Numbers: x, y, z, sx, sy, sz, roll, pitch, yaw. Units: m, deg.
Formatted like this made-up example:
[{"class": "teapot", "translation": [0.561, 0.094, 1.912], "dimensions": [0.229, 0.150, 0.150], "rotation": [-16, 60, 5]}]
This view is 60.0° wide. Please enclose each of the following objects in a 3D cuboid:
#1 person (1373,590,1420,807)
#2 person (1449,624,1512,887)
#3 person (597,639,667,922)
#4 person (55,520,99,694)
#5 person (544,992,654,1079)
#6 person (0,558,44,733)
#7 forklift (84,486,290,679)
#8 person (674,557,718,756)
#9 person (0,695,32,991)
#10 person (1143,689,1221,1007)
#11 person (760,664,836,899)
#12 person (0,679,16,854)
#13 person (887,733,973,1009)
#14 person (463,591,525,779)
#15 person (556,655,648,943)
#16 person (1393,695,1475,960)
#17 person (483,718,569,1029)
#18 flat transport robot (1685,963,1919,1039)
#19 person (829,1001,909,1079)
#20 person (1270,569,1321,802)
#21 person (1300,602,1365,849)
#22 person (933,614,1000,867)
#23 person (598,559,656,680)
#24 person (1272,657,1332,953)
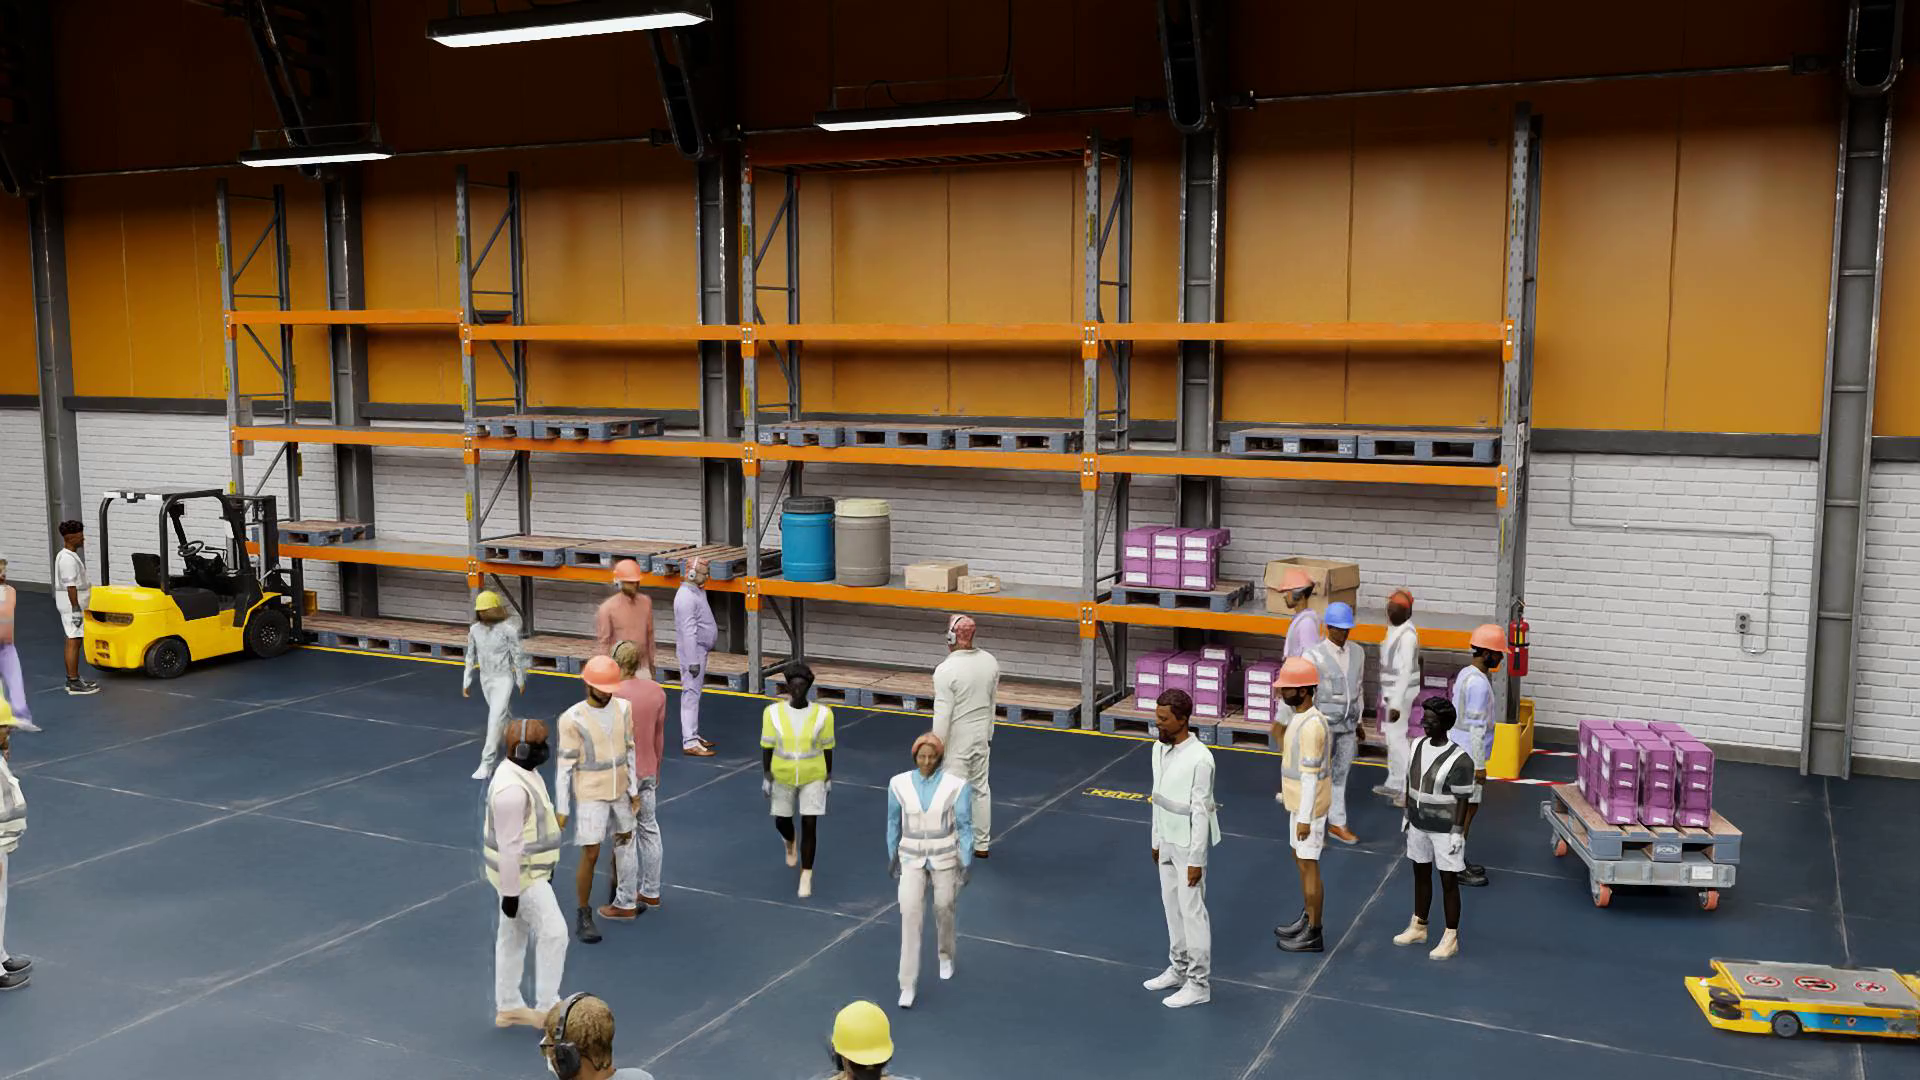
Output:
[{"class": "person", "translation": [3.771, 1.342, 14.246], "dimensions": [0.356, 1.858, 0.685], "rotation": [1, 7, 8]}, {"class": "person", "translation": [3.788, 1.564, 12.164], "dimensions": [0.420, 1.920, 0.544], "rotation": [1, 7, 12]}, {"class": "person", "translation": [-2.281, 1.641, 11.418], "dimensions": [0.373, 1.940, 0.628], "rotation": [4, 8, 31]}, {"class": "person", "translation": [-9.949, 0.747, 18.690], "dimensions": [0.362, 1.965, 0.611], "rotation": [-4, 8, -32]}, {"class": "person", "translation": [-1.166, 2.389, 5.313], "dimensions": [0.390, 1.928, 0.636], "rotation": [2, 7, 18]}, {"class": "person", "translation": [-9.792, 1.067, 16.784], "dimensions": [0.954, 1.806, 0.584], "rotation": [2, 7, 16]}, {"class": "forklift", "translation": [-9.426, 0.454, 20.179], "dimensions": [1.214, 2.155, 2.313], "rotation": [3, 8, 26]}, {"class": "person", "translation": [-2.530, 1.109, 15.971], "dimensions": [0.407, 1.902, 0.639], "rotation": [-1, 7, -7]}, {"class": "person", "translation": [-5.936, 1.850, 10.191], "dimensions": [0.403, 1.821, 0.600], "rotation": [-4, 8, -30]}, {"class": "person", "translation": [1.341, 1.830, 10.002], "dimensions": [0.390, 1.911, 0.585], "rotation": [-3, 7, -23]}, {"class": "person", "translation": [-1.163, 1.694, 12.035], "dimensions": [0.542, 1.678, 0.597], "rotation": [0, 7, -1]}, {"class": "person", "translation": [-7.548, 1.570, 12.712], "dimensions": [0.525, 1.769, 0.308], "rotation": [-2, 7, -13]}, {"class": "person", "translation": [-0.190, 1.969, 10.117], "dimensions": [0.536, 1.596, 0.785], "rotation": [1, 7, 6]}, {"class": "person", "translation": [-4.274, 1.288, 15.353], "dimensions": [0.498, 1.694, 0.950], "rotation": [2, 7, 19]}, {"class": "person", "translation": [-2.396, 1.686, 11.182], "dimensions": [0.586, 1.908, 0.770], "rotation": [6, 9, 42]}, {"class": "person", "translation": [3.066, 1.842, 10.748], "dimensions": [0.318, 1.697, 0.535], "rotation": [-4, 8, -31]}, {"class": "person", "translation": [-2.402, 1.920, 9.574], "dimensions": [0.660, 1.821, 0.661], "rotation": [-1, 7, -11]}, {"class": "flat transport robot", "translation": [5.060, 2.678, 9.681], "dimensions": [1.431, 0.197, 0.652], "rotation": [1, 7, 10]}, {"class": "person", "translation": [-0.345, 2.429, 5.796], "dimensions": [0.540, 1.717, 0.935], "rotation": [-2, 7, -14]}, {"class": "person", "translation": [2.876, 1.256, 14.287], "dimensions": [0.526, 2.012, 0.617], "rotation": [1, 7, 12]}, {"class": "person", "translation": [2.929, 1.440, 13.038], "dimensions": [0.615, 1.945, 0.404], "rotation": [-3, 8, -27]}, {"class": "person", "translation": [0.002, 1.512, 12.609], "dimensions": [0.407, 1.910, 0.638], "rotation": [6, 9, 43]}, {"class": "person", "translation": [-3.092, 1.143, 15.350], "dimensions": [0.551, 1.978, 0.647], "rotation": [5, 9, 38]}, {"class": "person", "translation": [2.218, 1.717, 10.854], "dimensions": [0.388, 1.929, 0.539], "rotation": [0, 7, 2]}]
